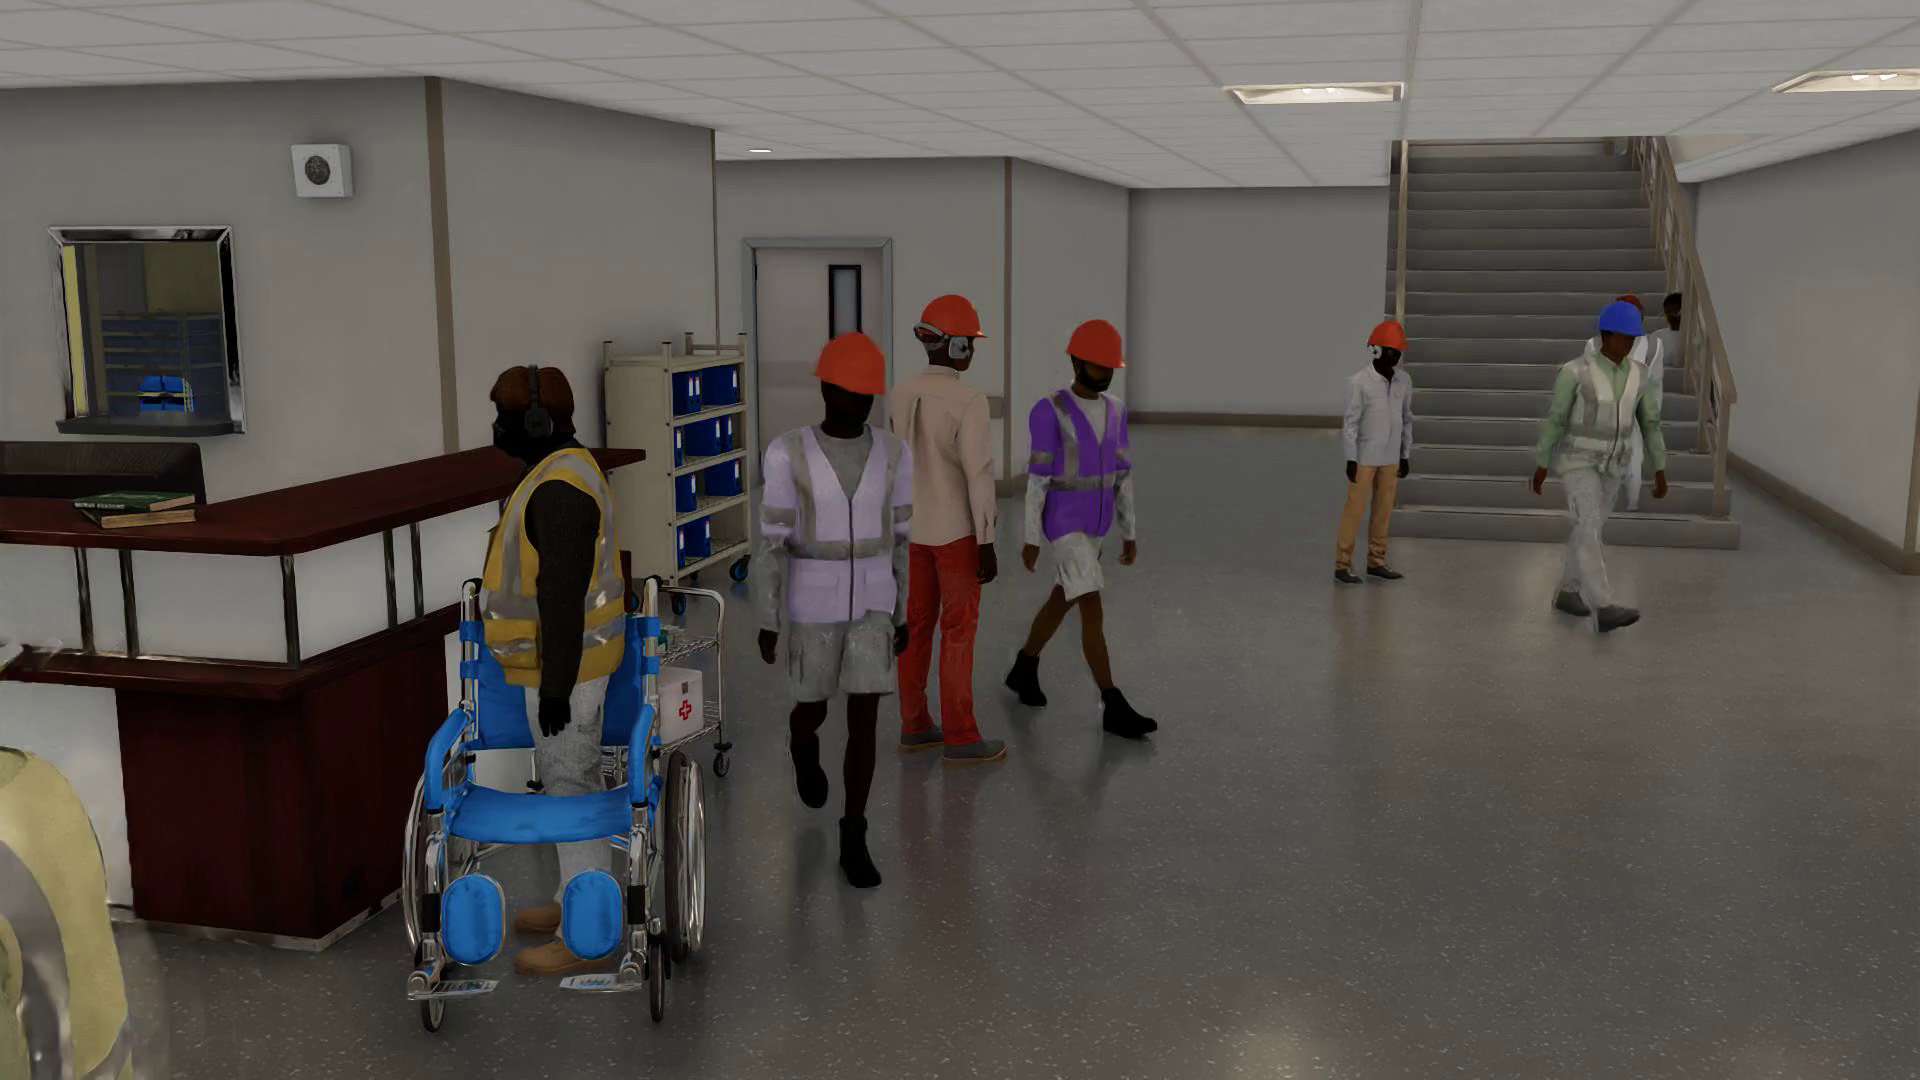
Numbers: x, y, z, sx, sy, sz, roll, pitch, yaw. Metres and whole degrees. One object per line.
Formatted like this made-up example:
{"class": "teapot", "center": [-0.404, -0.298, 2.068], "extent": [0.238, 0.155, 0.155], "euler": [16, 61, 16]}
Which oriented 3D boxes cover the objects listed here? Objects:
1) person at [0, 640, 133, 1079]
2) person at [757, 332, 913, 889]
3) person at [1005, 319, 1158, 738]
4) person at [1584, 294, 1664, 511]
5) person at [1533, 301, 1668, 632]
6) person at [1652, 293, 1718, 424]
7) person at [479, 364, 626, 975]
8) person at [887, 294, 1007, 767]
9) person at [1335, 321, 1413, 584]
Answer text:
{"class": "person", "center": [-1.299, 0.888, 2.259], "extent": [0.933, 1.792, 0.608], "euler": [-3, 10, -15]}
{"class": "person", "center": [-0.456, 0.206, 5.925], "extent": [0.560, 1.907, 0.819], "euler": [-3, 10, -18]}
{"class": "person", "center": [0.539, -0.082, 7.704], "extent": [0.553, 1.876, 1.033], "euler": [-9, 13, -41]}
{"class": "person", "center": [5.002, -0.915, 12.613], "extent": [0.576, 1.872, 0.363], "euler": [2, 10, 11]}
{"class": "person", "center": [3.756, -0.427, 9.663], "extent": [0.653, 1.889, 0.991], "euler": [-3, 10, -16]}
{"class": "person", "center": [6.156, -1.181, 14.266], "extent": [0.593, 1.839, 0.544], "euler": [8, 13, 40]}
{"class": "person", "center": [-1.237, 0.383, 5.081], "extent": [0.429, 1.835, 0.630], "euler": [-3, 10, -15]}
{"class": "person", "center": [-0.057, -0.039, 7.077], "extent": [0.390, 1.991, 0.624], "euler": [-8, 13, -41]}
{"class": "person", "center": [2.765, -0.570, 10.970], "extent": [0.579, 1.739, 0.382], "euler": [-5, 11, -27]}
